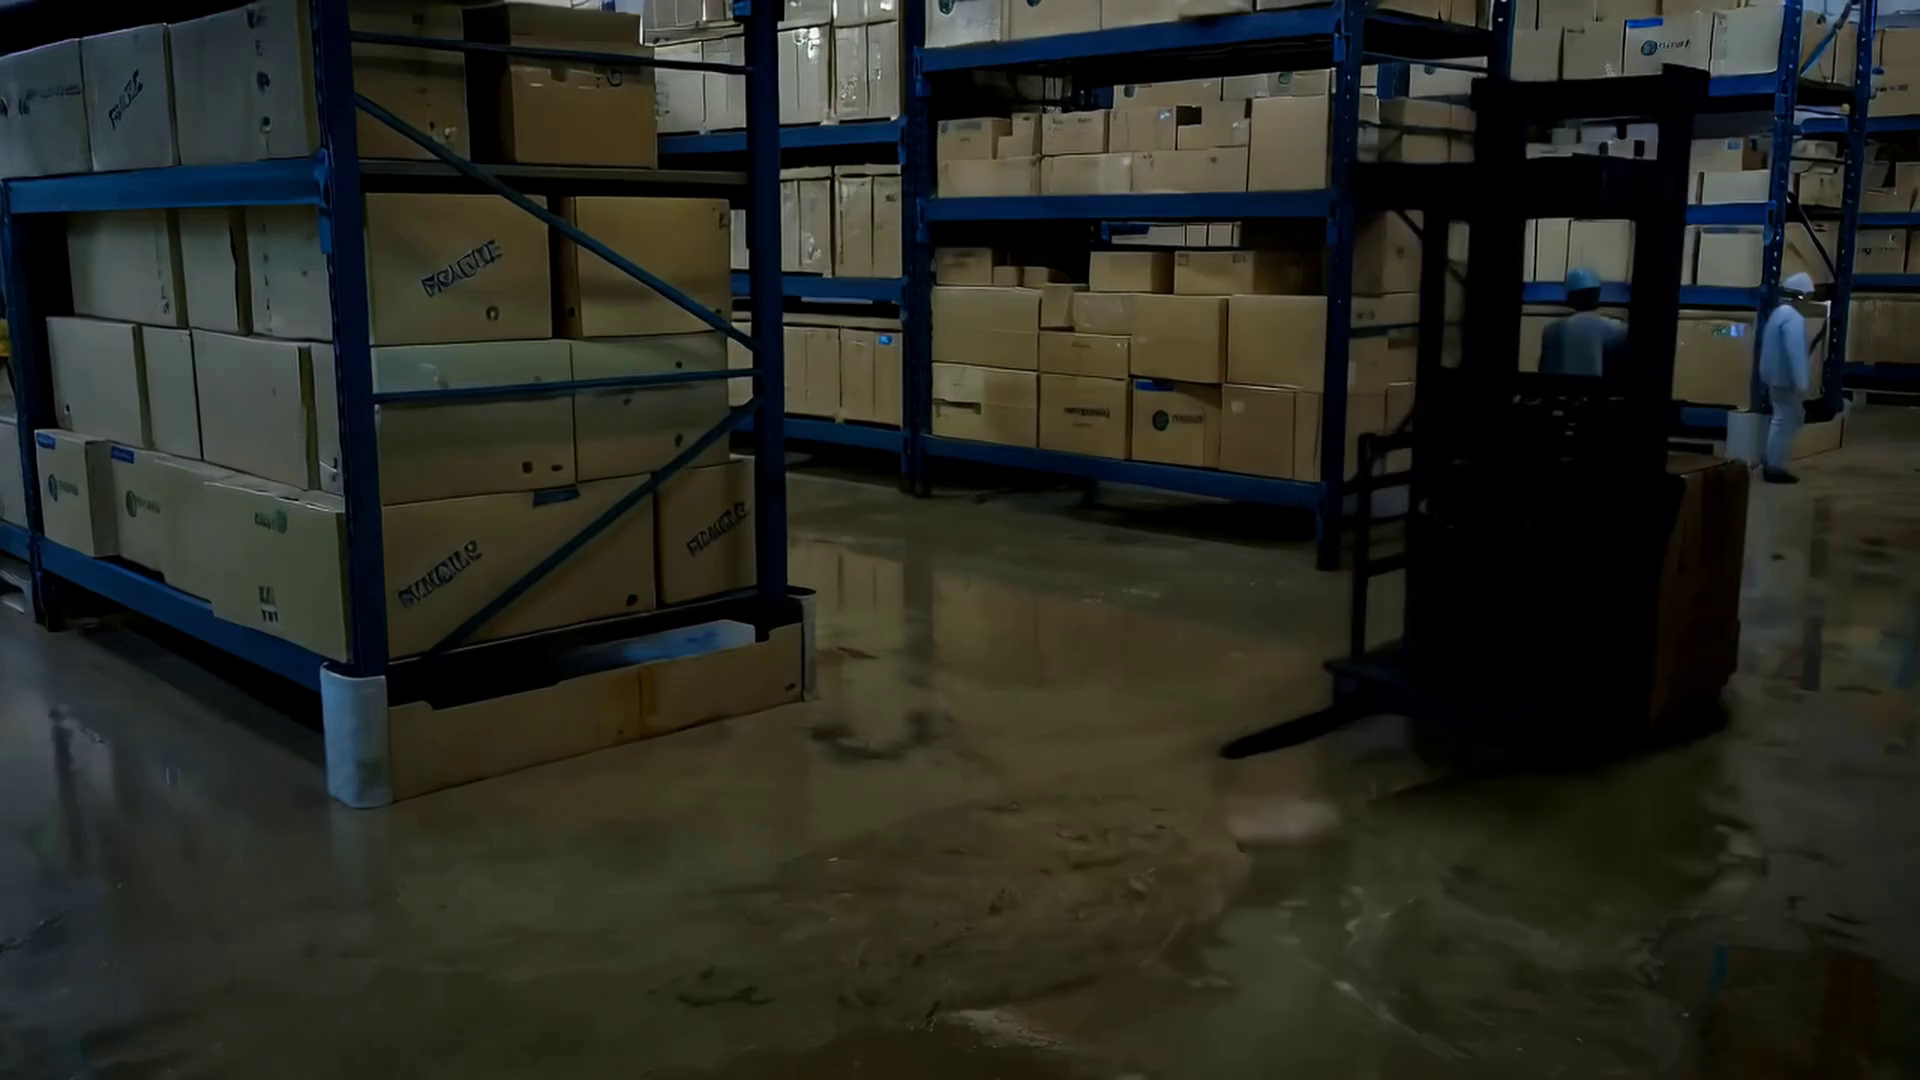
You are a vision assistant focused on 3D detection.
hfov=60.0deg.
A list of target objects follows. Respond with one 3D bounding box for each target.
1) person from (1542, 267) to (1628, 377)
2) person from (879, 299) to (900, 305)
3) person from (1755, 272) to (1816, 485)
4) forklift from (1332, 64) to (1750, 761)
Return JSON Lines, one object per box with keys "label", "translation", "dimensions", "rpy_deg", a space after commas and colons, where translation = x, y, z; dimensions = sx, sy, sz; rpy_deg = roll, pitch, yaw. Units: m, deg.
{"label": "person", "translation": [4.387, -0.949, 11.686], "dimensions": [0.640, 1.907, 0.524], "rpy_deg": [3, 11, 15]}
{"label": "person", "translation": [-0.679, -2.323, 19.164], "dimensions": [0.546, 1.922, 0.654], "rpy_deg": [-10, 14, -42]}
{"label": "person", "translation": [7.093, -1.375, 14.271], "dimensions": [0.427, 1.817, 0.638], "rpy_deg": [3, 11, 15]}
{"label": "forklift", "translation": [2.719, -0.658, 7.443], "dimensions": [1.873, 2.768, 1.129], "rpy_deg": [-10, 14, -44]}
